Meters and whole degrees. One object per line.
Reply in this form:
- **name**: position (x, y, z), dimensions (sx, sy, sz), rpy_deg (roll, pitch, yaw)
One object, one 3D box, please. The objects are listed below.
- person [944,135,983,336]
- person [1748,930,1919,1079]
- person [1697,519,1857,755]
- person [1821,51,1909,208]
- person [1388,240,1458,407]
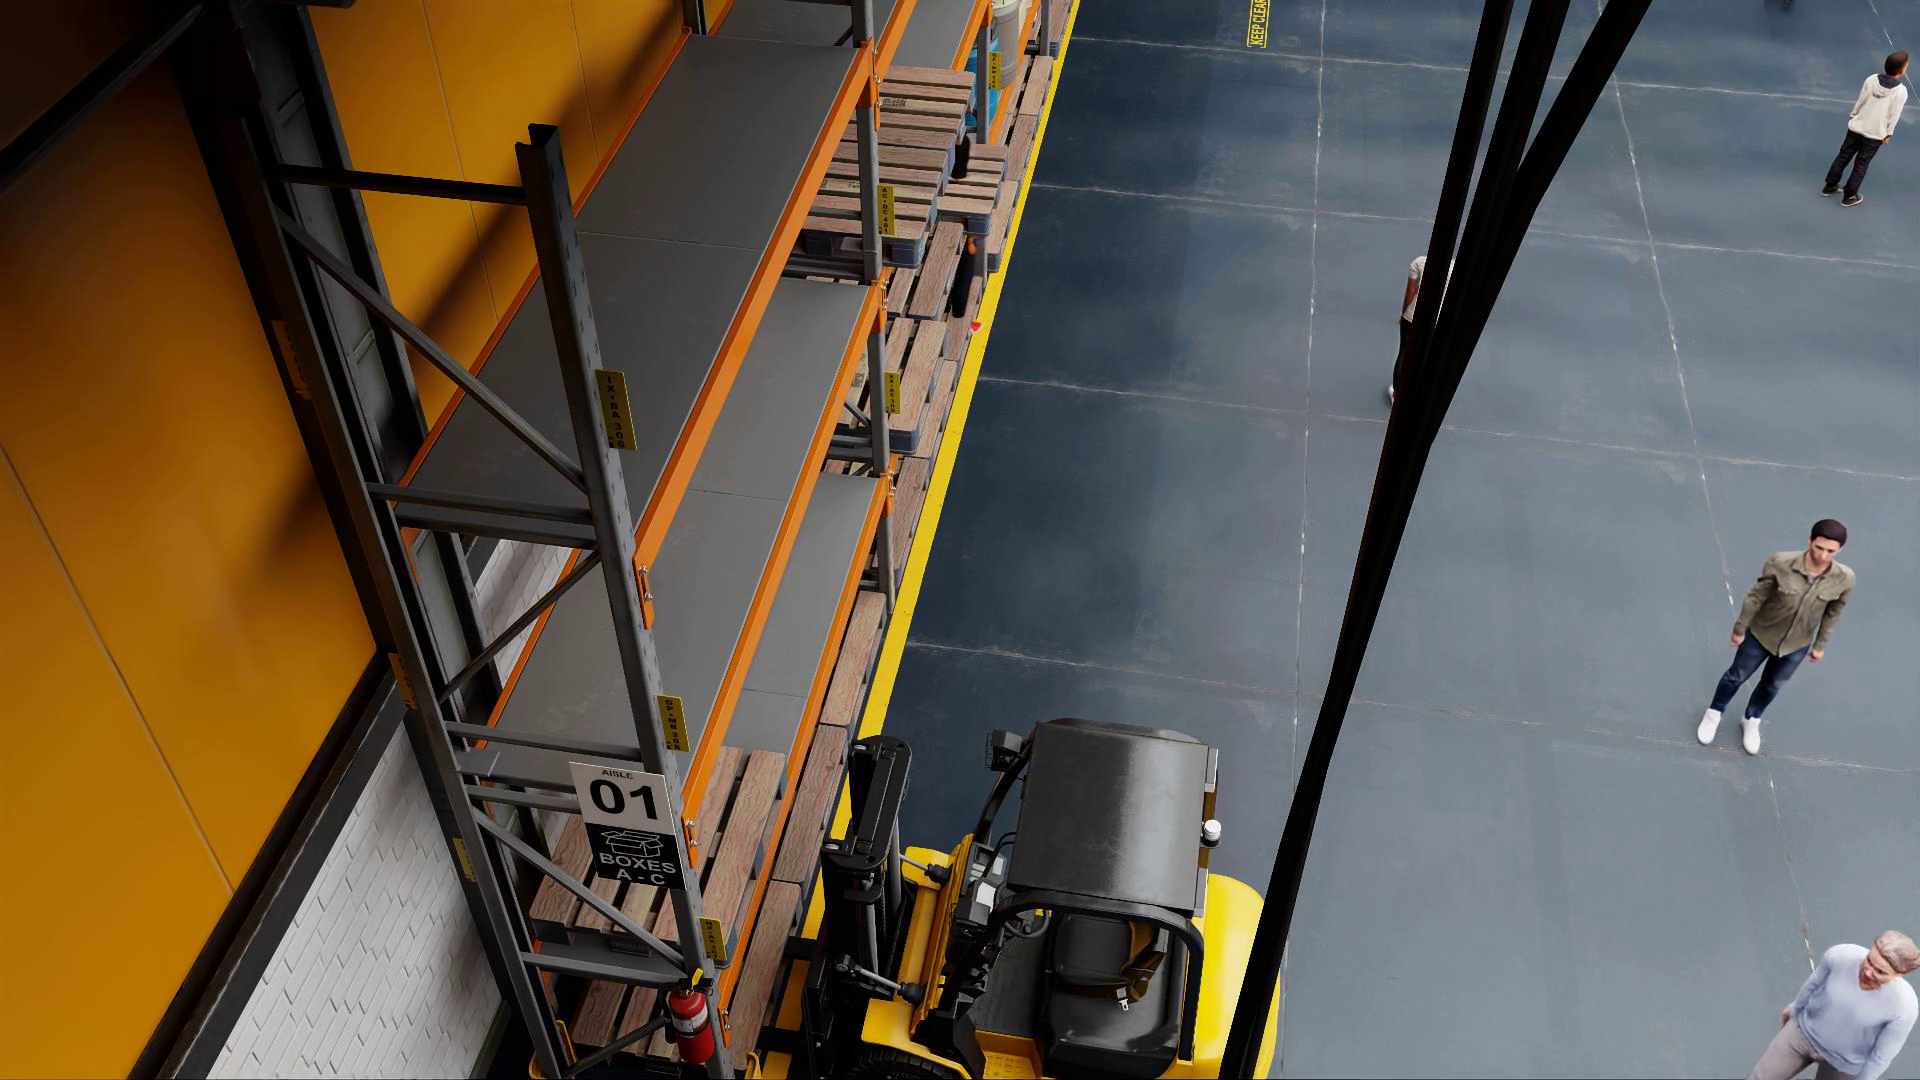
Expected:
- **person**: position (-0.063, -2.488, 13.508), dimensions (0.835, 1.813, 0.772), rpy_deg (-25, 49, -24)
- **person**: position (4.379, 2.471, 8.269), dimensions (1.198, 1.860, 1.151), rpy_deg (-25, 49, -24)
- **person**: position (5.058, 0.574, 10.257), dimensions (0.734, 1.864, 0.614), rpy_deg (13, 45, 13)
- **person**: position (8.229, -3.731, 15.075), dimensions (0.698, 1.452, 0.632), rpy_deg (-24, 49, -23)
- **person**: position (3.600, -1.710, 12.812), dimensions (0.578, 1.647, 0.542), rpy_deg (10, 45, 11)
